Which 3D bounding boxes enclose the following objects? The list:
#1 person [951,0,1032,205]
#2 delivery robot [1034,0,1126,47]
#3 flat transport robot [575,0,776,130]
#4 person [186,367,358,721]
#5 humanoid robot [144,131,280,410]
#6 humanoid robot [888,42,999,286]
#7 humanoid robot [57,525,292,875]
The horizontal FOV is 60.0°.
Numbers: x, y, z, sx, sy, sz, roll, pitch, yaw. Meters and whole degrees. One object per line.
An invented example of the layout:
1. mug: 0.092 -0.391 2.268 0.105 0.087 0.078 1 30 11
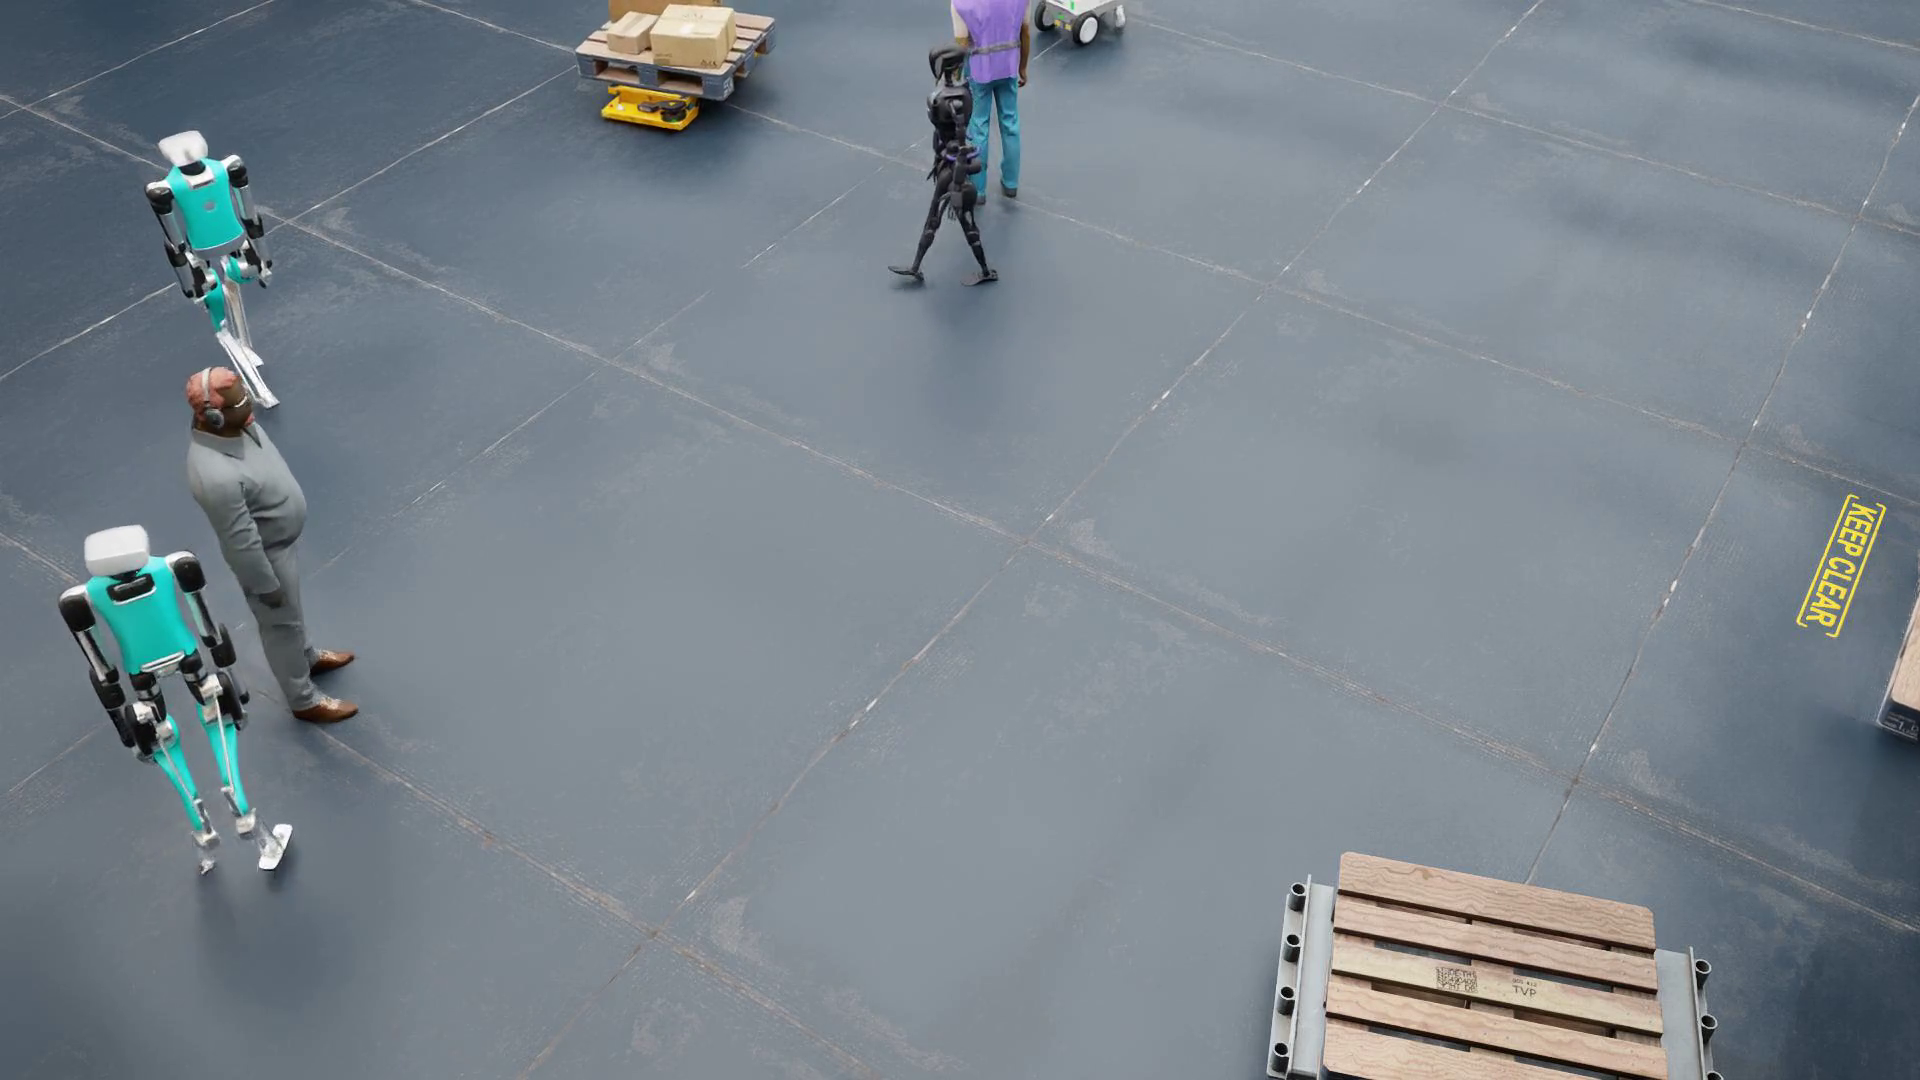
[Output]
1. person: 0.206 -3.100 11.064 0.564 1.847 0.388 -15 44 -16
2. delivery robot: 1.006 -4.357 13.454 0.785 0.614 0.523 -33 51 -32
3. flat transport robot: -2.138 -3.589 12.796 0.659 0.231 1.431 13 43 14
4. person: -3.125 0.023 7.526 0.406 1.905 0.650 -10 43 -11
5. humanoid robot: -4.226 -1.581 9.437 0.537 1.728 1.001 -29 49 -29
6. humanoid robot: -0.096 -2.269 10.279 0.706 1.637 0.598 -10 43 -11
7. humanoid robot: -3.102 0.819 6.767 0.536 1.766 0.822 -24 47 -24
